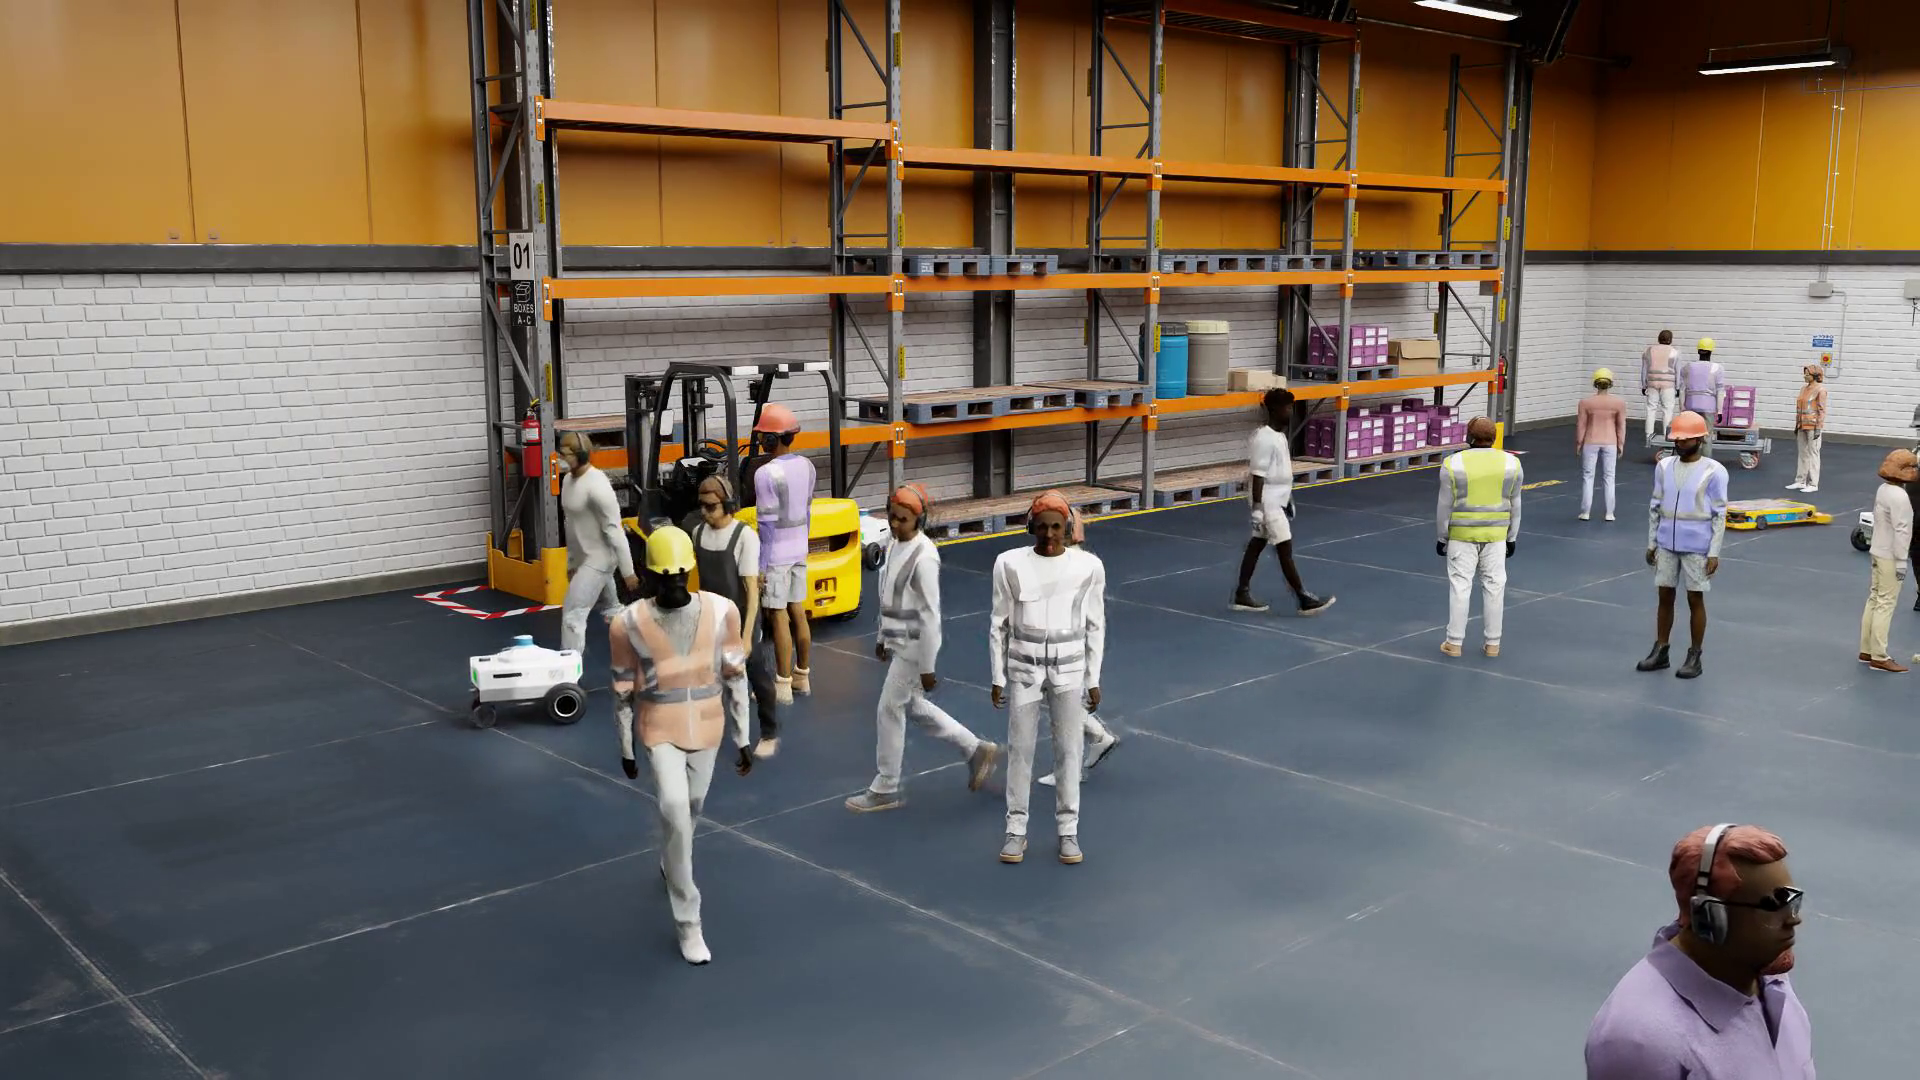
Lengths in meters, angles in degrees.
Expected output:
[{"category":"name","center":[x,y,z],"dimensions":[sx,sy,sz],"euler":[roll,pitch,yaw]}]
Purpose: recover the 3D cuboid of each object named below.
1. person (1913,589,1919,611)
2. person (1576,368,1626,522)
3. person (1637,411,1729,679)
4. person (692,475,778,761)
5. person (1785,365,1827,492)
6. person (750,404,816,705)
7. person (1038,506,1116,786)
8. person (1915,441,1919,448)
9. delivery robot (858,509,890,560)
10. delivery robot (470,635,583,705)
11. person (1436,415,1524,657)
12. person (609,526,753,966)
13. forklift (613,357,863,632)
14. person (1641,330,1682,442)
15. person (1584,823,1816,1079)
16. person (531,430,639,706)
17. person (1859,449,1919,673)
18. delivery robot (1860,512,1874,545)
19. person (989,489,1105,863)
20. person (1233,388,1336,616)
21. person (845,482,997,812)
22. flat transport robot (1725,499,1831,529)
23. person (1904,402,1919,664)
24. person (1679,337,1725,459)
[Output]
[{"category":"person","center":[8.354,-0.316,14.028],"dimensions":[0.354,1.939,0.545],"euler":[-2,10,-11]},{"category":"person","center":[7.334,-1.089,19.066],"dimensions":[0.533,1.765,0.330],"euler":[3,10,16]},{"category":"person","center":[5.204,0.033,11.994],"dimensions":[0.378,1.932,0.551],"euler":[-7,12,-37]},{"category":"person","center":[-1.347,0.498,9.749],"dimensions":[0.550,1.782,1.002],"euler":[5,11,29]},{"category":"person","center":[10.957,-1.436,21.460],"dimensions":[0.306,1.640,0.522],"euler":[-1,10,-5]},{"category":"person","center":[-1.221,0.097,11.291],"dimensions":[0.365,2.048,0.608],"euler":[4,11,25]},{"category":"person","center":[0.641,0.610,9.504],"dimensions":[0.394,1.622,0.531],"euler":[0,10,-3]},{"category":"person","center":[10.719,-0.962,18.175],"dimensions":[0.957,1.817,0.533],"euler":[-5,11,-27]},{"category":"delivery robot","center":[-0.954,-0.061,16.306],"dimensions":[0.477,0.478,0.707],"euler":[4,10,20]},{"category":"delivery robot","center":[-2.839,0.866,10.876],"dimensions":[0.707,0.478,0.477],"euler":[-3,10,-17]},{"category":"person","center":[3.916,-0.026,12.605],"dimensions":[0.627,1.846,0.429],"euler":[0,10,3]},{"category":"person","center":[-1.273,0.838,7.485],"dimensions":[0.584,1.877,1.018],"euler":[-5,11,-26]},{"category":"forklift","center":[-1.847,-0.414,13.852],"dimensions":[1.214,2.155,2.313],"euler":[-9,13,-42]},{"category":"person","center":[11.426,-2.496,27.078],"dimensions":[0.634,1.841,0.429],"euler":[7,12,37]},{"category":"person","center":[1.538,1.509,3.425],"dimensions":[0.643,1.913,0.410],"euler":[-9,13,-42]},{"category":"person","center":[-2.465,0.156,11.468],"dimensions":[1.079,1.885,0.636],"euler":[-6,11,-30]},{"category":"person","center":[6.843,0.144,12.225],"dimensions":[0.280,1.633,0.507],"euler":[2,10,12]},{"category":"delivery robot","center":[9.554,-0.160,16.888],"dimensions":[0.707,0.478,0.477],"euler":[0,10,0]},{"category":"person","center":[0.432,0.684,8.326],"dimensions":[0.574,1.886,0.356],"euler":[0,10,3]},{"category":"person","center":[2.758,-0.314,14.040],"dimensions":[0.941,1.923,0.631],"euler":[3,10,20]},{"category":"person","center":[-0.198,0.581,9.049],"dimensions":[0.796,1.845,0.611],"euler":[-2,10,-13]},{"category":"flat transport robot","center":[9.069,-0.304,18.833],"dimensions":[1.431,0.197,0.652],"euler":[-4,10,-21]},{"category":"person","center":[7.218,-0.063,12.245],"dimensions":[0.618,2.000,0.711],"euler":[-1,10,-8]},{"category":"person","center":[10.133,-1.800,22.744],"dimensions":[0.585,1.929,0.371],"euler":[8,12,38]}]
